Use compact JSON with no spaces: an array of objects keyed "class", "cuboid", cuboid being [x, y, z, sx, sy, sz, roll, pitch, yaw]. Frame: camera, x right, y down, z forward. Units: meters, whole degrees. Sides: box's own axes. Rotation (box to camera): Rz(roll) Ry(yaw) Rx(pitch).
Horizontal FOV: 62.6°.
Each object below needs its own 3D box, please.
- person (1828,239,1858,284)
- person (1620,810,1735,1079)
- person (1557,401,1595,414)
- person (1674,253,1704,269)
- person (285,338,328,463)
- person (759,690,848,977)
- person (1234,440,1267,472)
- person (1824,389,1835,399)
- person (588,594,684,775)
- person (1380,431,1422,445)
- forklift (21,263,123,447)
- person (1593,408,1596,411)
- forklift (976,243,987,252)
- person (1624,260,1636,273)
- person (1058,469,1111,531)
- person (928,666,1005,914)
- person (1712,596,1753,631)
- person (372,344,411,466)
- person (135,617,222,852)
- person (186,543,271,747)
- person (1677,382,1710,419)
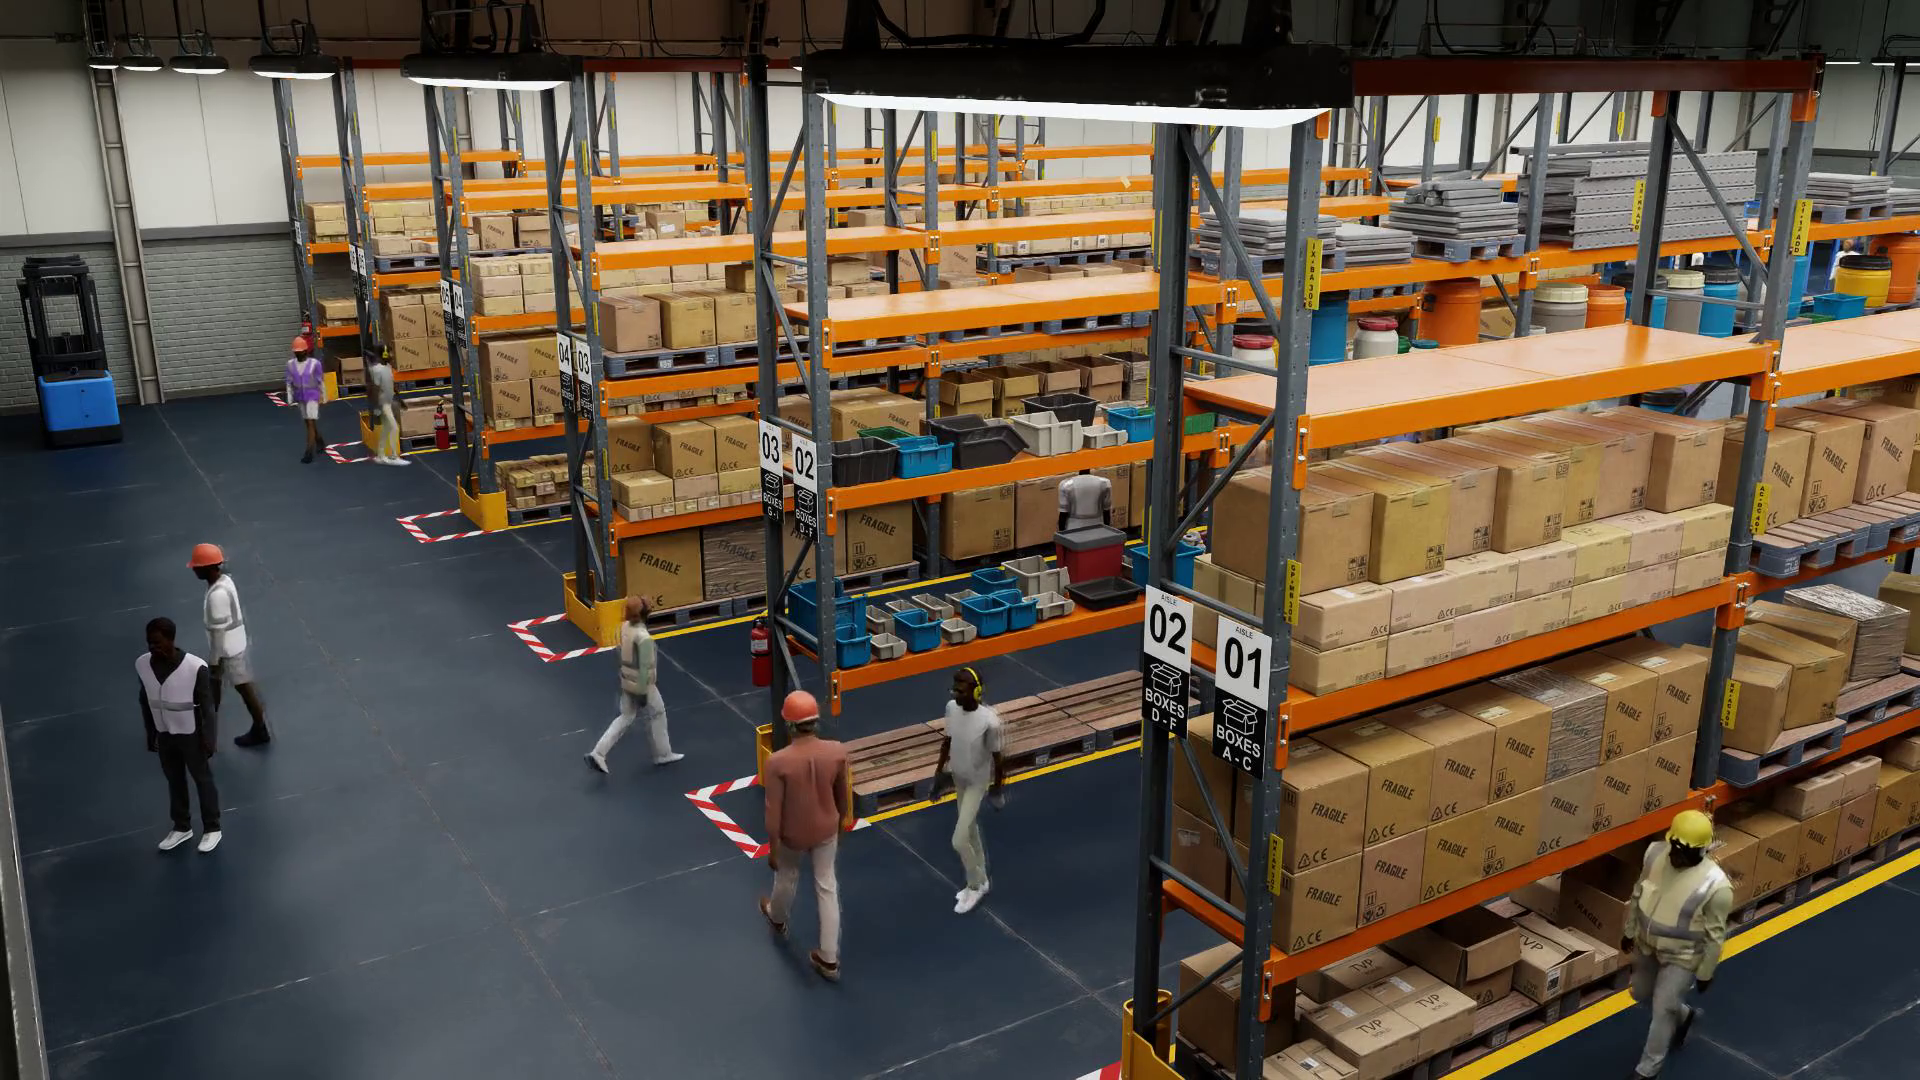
[{"class":"person","cuboid":[21.356,-6.331,38.075,0.980,1.846,0.588,-8,19,-23]},{"class":"person","cuboid":[4.284,2.411,9.429,0.688,1.814,0.600,-7,18,-23]},{"class":"person","cuboid":[8.763,-1.568,22.617,0.528,1.734,0.833,12,21,34]},{"class":"person","cuboid":[16.990,-6.084,36.893,0.615,2.045,0.365,6,18,20]},{"class":"person","cuboid":[-10.119,-2.205,24.466,0.560,1.893,1.014,0,17,0]},{"class":"person","cuboid":[-1.084,1.928,10.781,0.655,1.945,1.013,-9,19,-26]},{"class":"person","cuboid":[3.626,-0.742,19.676,1.009,1.878,0.592,-11,20,-31]},{"class":"person","cuboid":[12.430,-1.569,22.250,0.908,1.940,0.638,4,17,13]},{"class":"person","cuboid":[-2.837,1.249,13.613,0.804,1.605,0.515,-13,21,-37]},{"class":"person","cuboid":[5.719,-1.027,20.503,0.551,1.932,0.377,-1,17,-3]},{"class":"forklift","cuboid":[-14.518,-3.079,25.708,1.129,2.768,1.873,-10,20,-31]},{"class":"person","cuboid":[10.429,-2.781,26.418,0.964,1.848,0.568,-4,17,-12]},{"class":"forklift","cuboid":[0.988,-5.474,34.718,1.214,2.155,2.313,-10,20,-31]},{"class":"person","cuboid":[17.523,-7.226,40.897,0.598,1.898,0.864,-2,17,-5]},{"class":"person","cuboid":[1.359,-0.085,17.361,0.608,1.966,0.371,-3,17,-8]},{"class":"person","cuboid":[0.011,1.788,11.420,0.589,1.851,0.520,-13,21,-36]},{"class":"person","cuboid":[8.364,0.142,16.833,0.430,1.841,0.624,-7,18,-22]},{"class":"person","cuboid":[-8.710,-2.063,24.064,0.617,1.841,0.525,0,17,-1]},{"class":"person","cuboid":[-6.052,1.493,12.270,0.590,1.919,0.395,3,17,10]},{"class":"person","cuboid":[-6.673,0.966,14.010,0.875,1.905,0.570,-7,18,-23]},{"class":"person","cuboid":[11.538,-2.377,25.077,0.679,1.863,0.954,14,22,38]}]
